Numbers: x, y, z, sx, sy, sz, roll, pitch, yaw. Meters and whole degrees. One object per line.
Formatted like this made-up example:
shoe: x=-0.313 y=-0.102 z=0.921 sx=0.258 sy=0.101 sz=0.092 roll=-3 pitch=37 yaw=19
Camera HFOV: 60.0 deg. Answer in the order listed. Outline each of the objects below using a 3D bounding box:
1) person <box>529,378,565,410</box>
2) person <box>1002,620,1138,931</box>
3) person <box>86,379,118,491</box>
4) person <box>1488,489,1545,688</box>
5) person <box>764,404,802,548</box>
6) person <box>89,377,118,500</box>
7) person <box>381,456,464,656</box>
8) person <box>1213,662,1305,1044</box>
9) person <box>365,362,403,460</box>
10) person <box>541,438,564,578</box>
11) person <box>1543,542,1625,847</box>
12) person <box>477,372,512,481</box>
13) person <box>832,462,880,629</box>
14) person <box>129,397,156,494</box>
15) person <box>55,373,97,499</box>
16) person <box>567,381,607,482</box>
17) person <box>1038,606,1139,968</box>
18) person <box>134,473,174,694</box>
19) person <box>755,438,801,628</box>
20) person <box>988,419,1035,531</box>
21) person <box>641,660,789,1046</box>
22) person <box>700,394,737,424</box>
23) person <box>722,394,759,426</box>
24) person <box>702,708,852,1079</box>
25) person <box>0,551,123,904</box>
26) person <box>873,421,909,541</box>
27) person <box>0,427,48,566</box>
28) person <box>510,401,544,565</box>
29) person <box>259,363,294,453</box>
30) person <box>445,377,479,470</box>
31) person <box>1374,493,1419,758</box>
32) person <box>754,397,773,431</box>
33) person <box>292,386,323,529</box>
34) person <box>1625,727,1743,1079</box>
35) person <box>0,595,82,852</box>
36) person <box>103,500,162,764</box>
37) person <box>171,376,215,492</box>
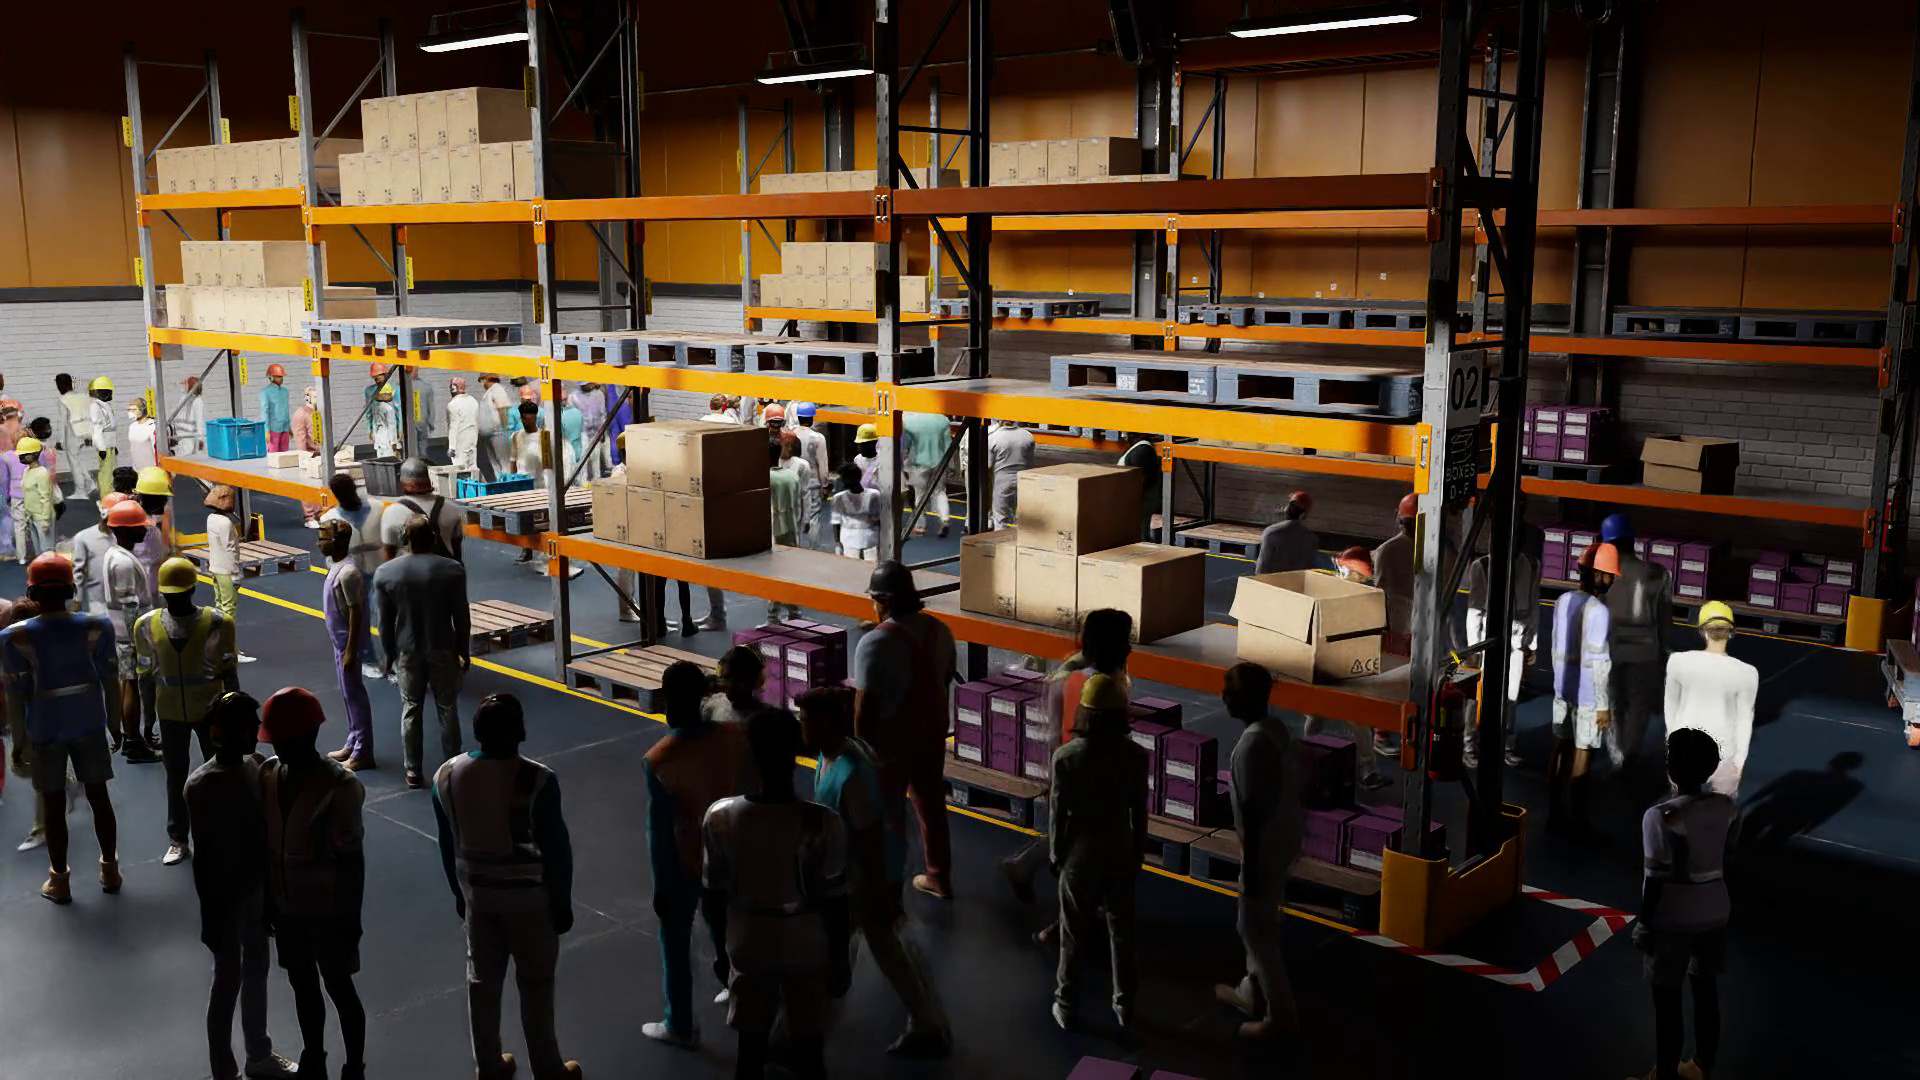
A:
person: x=-6.712 y=-1.955 z=27.031 sx=0.631 sy=1.940 sz=0.372 roll=-9 pitch=13 yaw=-40
person: x=0.629 y=1.262 z=9.235 sx=0.731 sy=1.816 sz=0.633 roll=8 pitch=13 yaw=39
person: x=-13.246 y=-1.612 z=25.664 sx=0.484 sy=1.738 sz=0.321 roll=8 pitch=13 yaw=39
person: x=4.708 y=0.411 z=14.224 sx=0.558 sy=1.742 sz=0.372 roll=-4 pitch=11 yaw=-23
person: x=-2.081 y=-0.549 z=18.920 sx=0.611 sy=1.996 sz=0.378 roll=-5 pitch=11 yaw=-25
person: x=-12.184 y=-1.371 z=23.764 sx=0.366 sy=1.926 sz=0.592 roll=-2 pitch=10 yaw=-12
person: x=-4.584 y=0.283 z=14.091 sx=0.685 sy=2.000 sz=0.539 roll=-9 pitch=14 yaw=-42
person: x=1.440 y=1.481 z=7.972 sx=0.477 sy=1.831 sz=0.508 roll=7 pitch=12 yaw=35
person: x=-8.827 y=-1.728 z=25.507 sx=0.607 sy=2.033 sz=0.414 roll=1 pitch=10 yaw=7
person: x=-4.632 y=-0.380 z=19.074 sx=0.373 sy=1.603 sz=0.630 roll=-2 pitch=10 yaw=-12
person: x=3.966 y=0.967 z=10.547 sx=0.383 sy=1.927 sz=0.543 roll=-2 pitch=10 yaw=-9
person: x=-6.972 y=-1.641 z=24.967 sx=0.535 sy=2.000 sz=0.849 roll=-6 pitch=12 yaw=-30
person: x=-0.981 y=0.063 z=16.438 sx=0.574 sy=1.662 sz=0.411 roll=0 pitch=10 yaw=2
person: x=-9.958 y=-0.784 z=20.412 sx=0.629 sy=1.940 sz=0.376 roll=7 pitch=12 yaw=35
person: x=-13.222 y=-1.541 z=24.811 sx=0.443 sy=1.894 sz=0.607 roll=0 pitch=10 yaw=-1
person: x=-5.684 y=-1.643 z=25.420 sx=0.621 sy=1.901 sz=0.657 roll=-7 pitch=12 yaw=-34
person: x=0.690 y=1.302 z=8.590 sx=0.474 sy=1.945 sz=0.629 roll=-3 pitch=10 yaw=-16
person: x=-6.791 y=0.390 z=13.902 sx=0.543 sy=1.895 sz=0.595 roll=-8 pitch=13 yaw=-38
person: x=-1.791 y=-0.041 z=16.334 sx=0.436 sy=1.900 sz=0.592 roll=9 pitch=13 yaw=41
person: x=0.566 y=-0.645 z=19.754 sx=0.646 sy=1.902 sz=0.400 roll=-4 pitch=11 yaw=-20
person: x=-1.156 y=1.498 z=7.687 sx=0.768 sy=1.893 sz=0.591 roll=9 pitch=13 yaw=41
person: x=-3.190 y=-1.007 z=21.974 sx=0.560 sy=1.836 sz=0.394 roll=5 pitch=11 yaw=24
person: x=-3.306 y=-1.593 z=24.990 sx=0.603 sy=1.938 sz=0.402 roll=-5 pitch=11 yaw=-25
person: x=-0.721 y=1.632 z=6.676 sx=0.607 sy=1.966 sz=0.367 roll=2 pitch=10 yaw=11
person: x=-5.165 y=1.076 z=9.599 sx=0.607 sy=2.044 sz=0.372 roll=-8 pitch=13 yaw=-38
person: x=-0.874 y=-0.911 z=21.177 sx=0.559 sy=1.922 sz=0.385 roll=-9 pitch=13 yaw=-41
person: x=-11.053 y=-0.511 z=19.711 sx=0.512 sy=1.642 sz=0.312 roll=-3 pitch=10 yaw=-14
person: x=-5.046 y=-0.667 z=19.673 sx=0.613 sy=1.963 sz=0.361 roll=3 pitch=10 yaw=16
person: x=-10.434 y=-1.708 z=25.476 sx=0.397 sy=1.992 sz=0.623 roll=3 pitch=10 yaw=15
person: x=-7.174 y=-1.385 z=23.901 sx=0.402 sy=1.906 sz=0.652 roll=3 pitch=10 yaw=16
person: x=3.323 y=0.624 z=12.326 sx=0.616 sy=1.986 sz=0.407 roll=-6 pitch=12 yaw=-30
person: x=-2.842 y=-1.407 z=24.512 sx=0.352 sy=1.737 sz=0.570 roll=-3 pitch=10 yaw=-14
person: x=-8.655 y=-1.115 z=22.372 sx=0.404 sy=1.911 sz=0.636 roll=2 pitch=10 yaw=14
person: x=3.171 y=1.655 z=7.304 sx=0.535 sy=1.697 sz=0.322 roll=-5 pitch=11 yaw=-24
person: x=-5.816 y=1.118 z=10.544 sx=0.506 sy=1.615 sz=0.564 roll=3 pitch=10 yaw=15
person: x=-6.050 y=0.668 z=12.208 sx=0.361 sy=1.935 sz=0.553 roll=-6 pitch=12 yaw=-31
person: x=-11.763 y=-1.566 z=25.200 sx=0.603 sy=1.828 sz=1.029 roll=8 pitch=13 yaw=37
